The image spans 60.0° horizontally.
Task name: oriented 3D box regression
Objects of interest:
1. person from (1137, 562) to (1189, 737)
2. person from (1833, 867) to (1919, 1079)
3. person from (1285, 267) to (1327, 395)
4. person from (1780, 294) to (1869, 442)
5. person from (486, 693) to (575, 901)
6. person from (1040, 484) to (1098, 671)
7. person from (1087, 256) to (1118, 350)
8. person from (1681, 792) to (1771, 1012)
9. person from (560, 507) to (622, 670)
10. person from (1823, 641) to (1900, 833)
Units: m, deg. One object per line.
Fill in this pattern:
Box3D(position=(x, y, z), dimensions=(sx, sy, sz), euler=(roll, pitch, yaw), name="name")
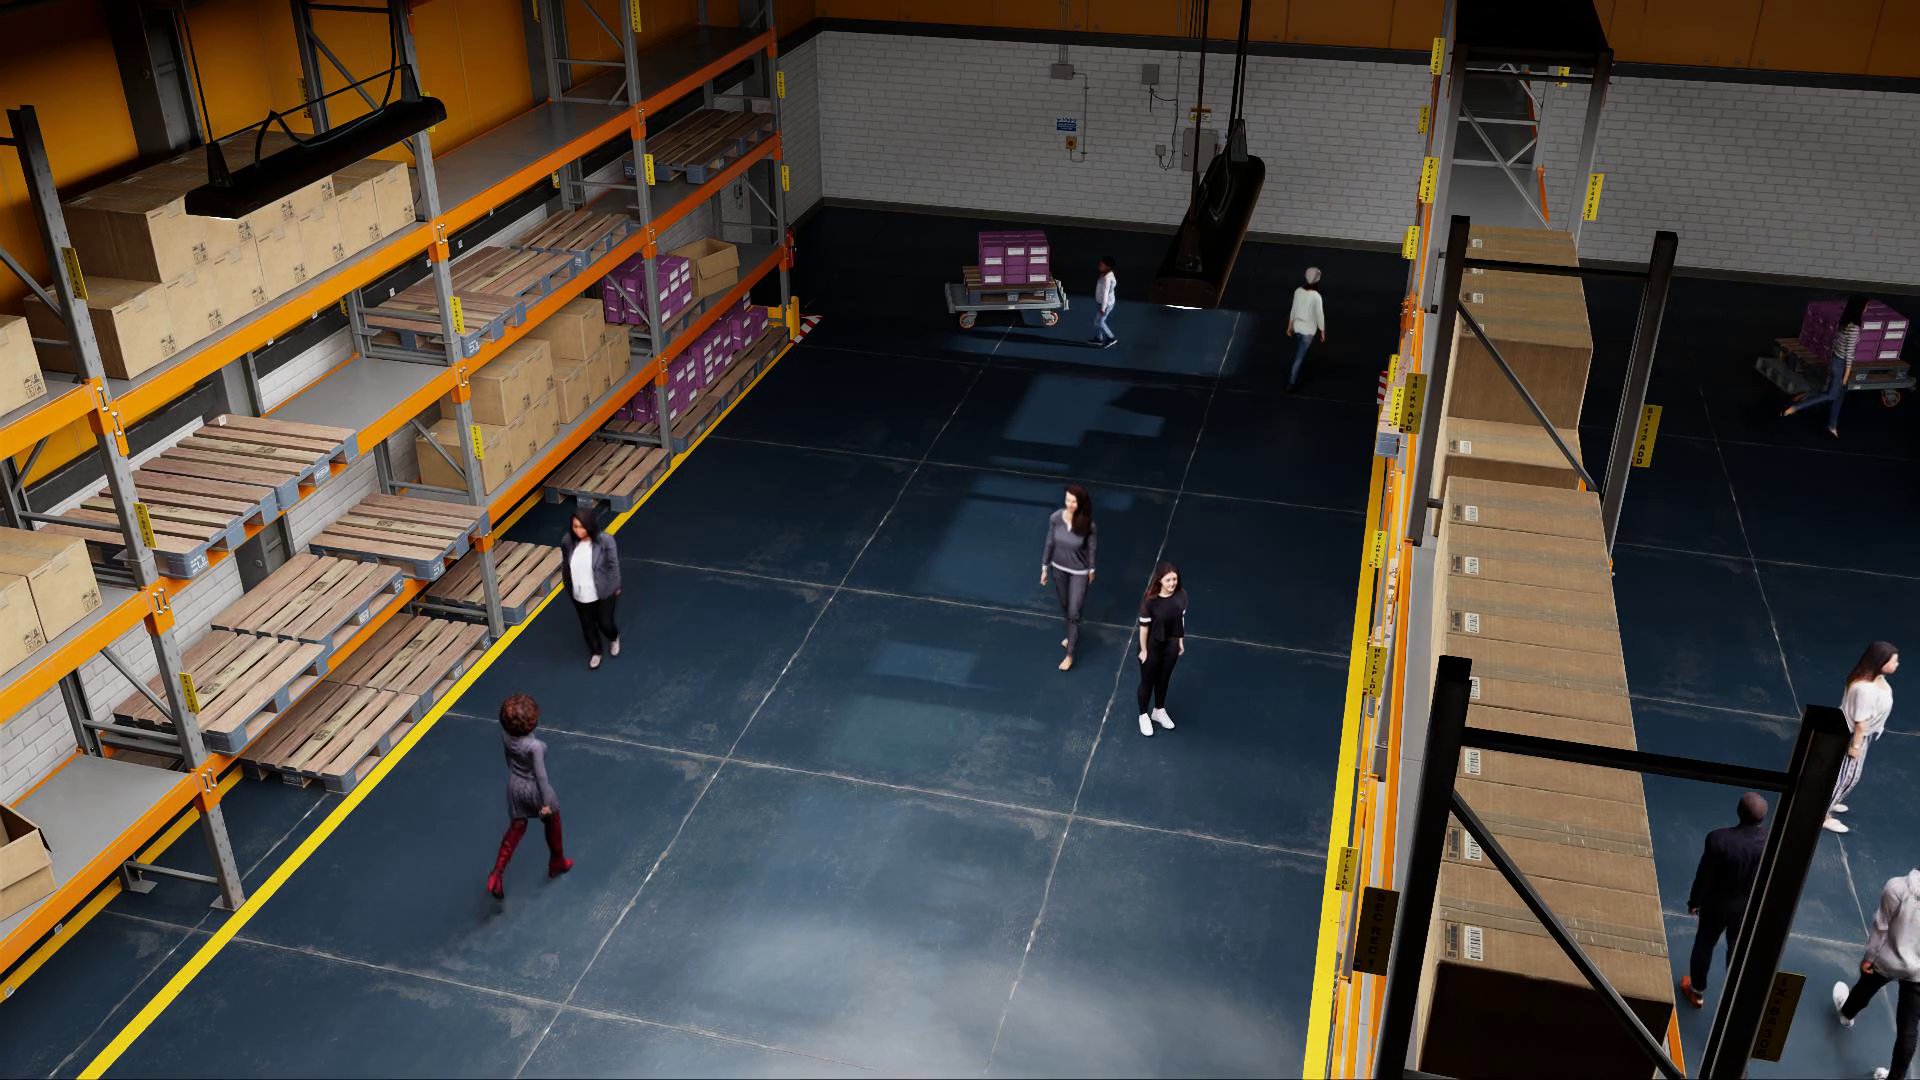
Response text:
Box3D(position=(1.714, 0.897, 14.214), dimensions=(0.715, 1.638, 0.763), euler=(-12, 31, -21), name="person")
Box3D(position=(6.039, 2.753, 10.571), dimensions=(0.731, 1.869, 1.190), euler=(6, 29, 11), name="person")
Box3D(position=(4.217, -2.577, 20.593), dimensions=(0.906, 1.627, 0.828), euler=(-21, 35, -33), name="person")
Box3D(position=(10.133, -1.985, 19.367), dimensions=(0.719, 1.764, 0.930), euler=(6, 29, 10), name="person")
Box3D(position=(-3.250, 1.919, 12.289), dimensions=(0.753, 1.689, 1.085), euler=(15, 32, 26), name="person")
Box3D(position=(1.040, 0.247, 15.303), dimensions=(0.737, 1.737, 1.009), euler=(14, 32, 24), name="person")
Box3D(position=(1.955, -3.158, 22.050), dimensions=(0.568, 1.253, 0.569), euler=(5, 29, 10), name="person")
Box3D(position=(5.177, 2.498, 11.107), dimensions=(0.757, 1.804, 0.851), euler=(4, 29, 7), name="person")
Box3D(position=(-3.328, 0.401, 15.178), dimensions=(0.735, 1.586, 0.769), euler=(2, 29, 3), name="person")
Box3D(position=(7.013, 1.499, 13.071), dimensions=(0.791, 1.676, 0.619), euler=(14, 31, 23), name="person")
